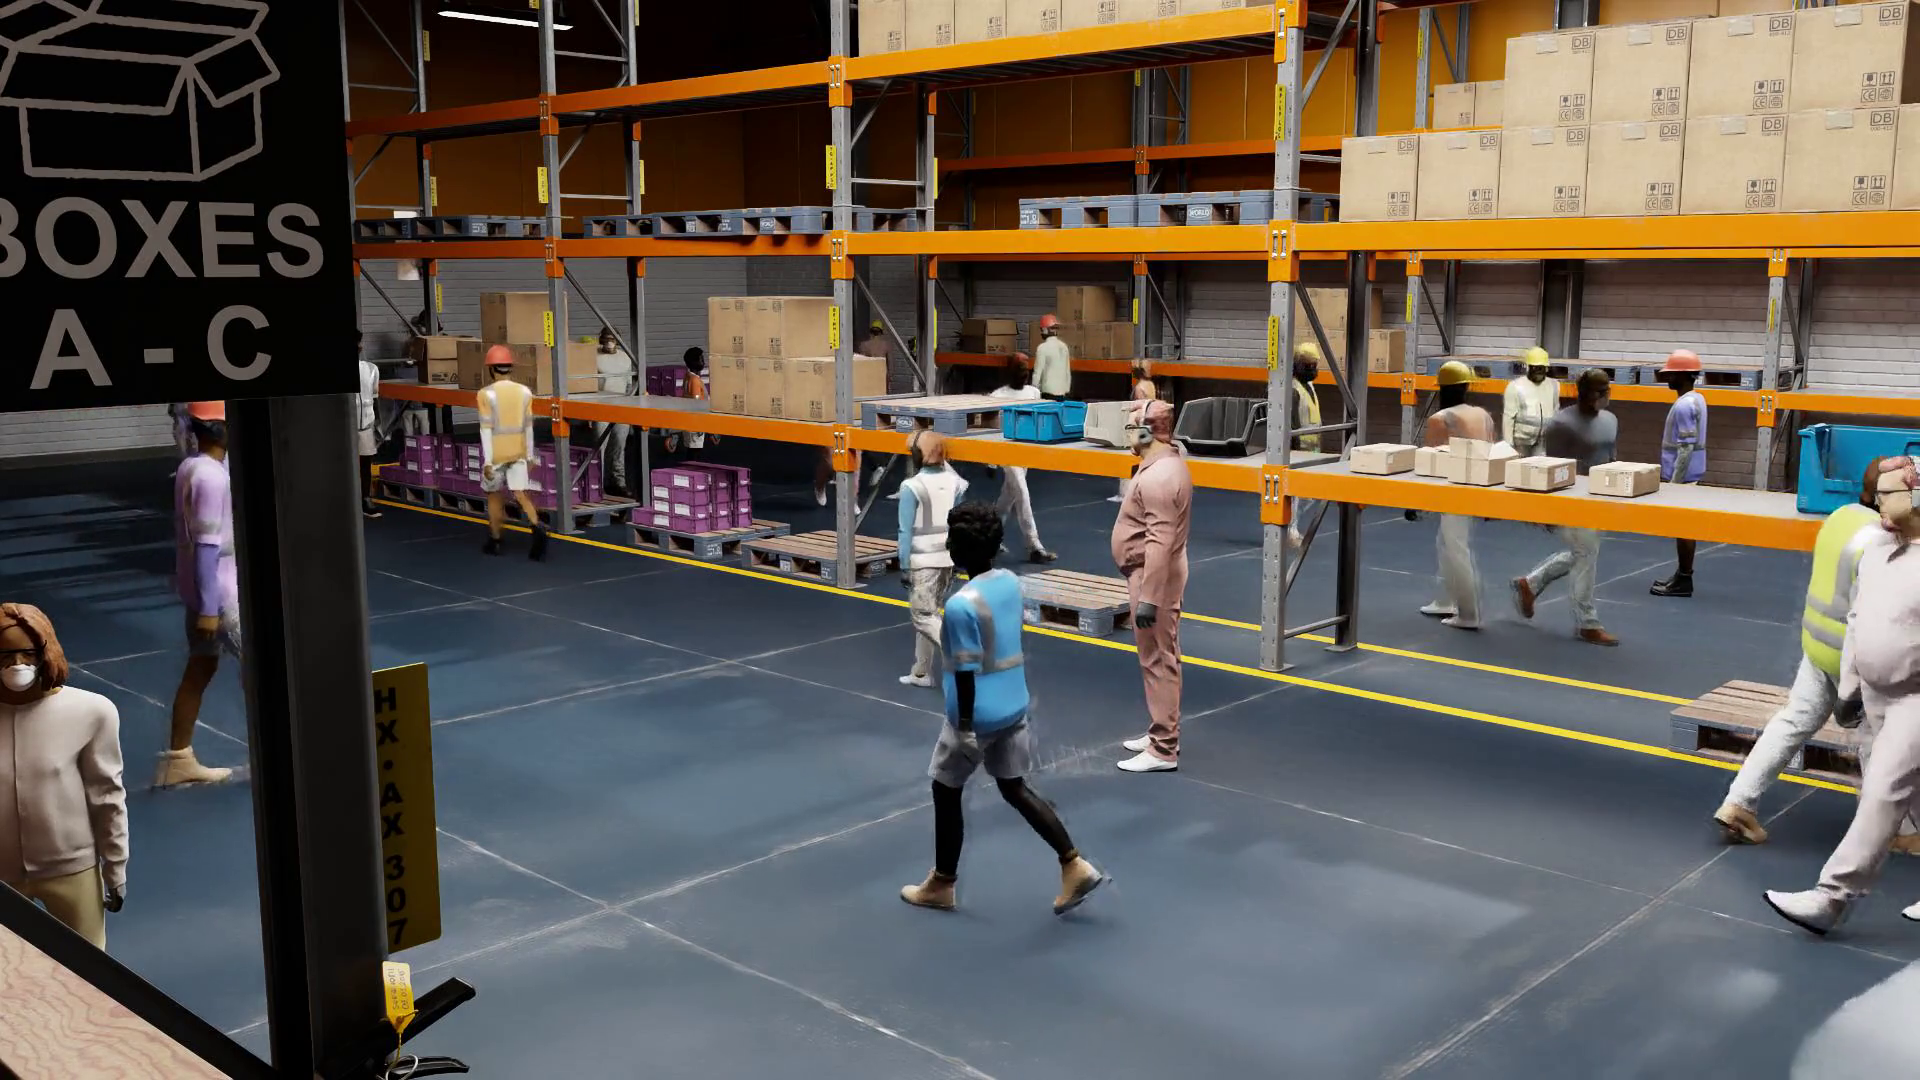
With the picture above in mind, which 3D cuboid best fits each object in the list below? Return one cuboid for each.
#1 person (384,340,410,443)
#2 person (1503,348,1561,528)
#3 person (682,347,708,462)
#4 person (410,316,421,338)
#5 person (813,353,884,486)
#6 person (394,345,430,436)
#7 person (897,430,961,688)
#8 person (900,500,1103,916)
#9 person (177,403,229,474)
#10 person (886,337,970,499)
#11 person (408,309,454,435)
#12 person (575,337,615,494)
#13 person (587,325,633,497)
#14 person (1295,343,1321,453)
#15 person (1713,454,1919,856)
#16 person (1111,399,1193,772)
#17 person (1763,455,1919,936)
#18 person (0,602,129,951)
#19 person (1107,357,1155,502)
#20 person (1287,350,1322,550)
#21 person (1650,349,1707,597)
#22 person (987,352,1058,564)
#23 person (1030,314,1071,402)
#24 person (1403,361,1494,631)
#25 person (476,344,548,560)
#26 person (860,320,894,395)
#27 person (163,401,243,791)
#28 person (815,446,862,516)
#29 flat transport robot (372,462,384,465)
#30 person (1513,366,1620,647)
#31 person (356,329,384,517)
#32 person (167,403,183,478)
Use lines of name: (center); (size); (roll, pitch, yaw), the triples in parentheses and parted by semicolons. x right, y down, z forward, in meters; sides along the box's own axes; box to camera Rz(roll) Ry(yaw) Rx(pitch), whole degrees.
person: (-8.086, -2.305, 24.415); (0.577, 1.815, 0.911); (7, 12, 38)
person: (5.717, -1.030, 16.633); (0.615, 1.779, 0.949); (-1, 9, -3)
person: (-2.947, -1.297, 18.522); (0.318, 1.696, 0.535); (-3, 10, -18)
person: (-7.841, -2.328, 24.308); (0.595, 1.878, 0.648); (-8, 12, -40)
person: (-1.323, -1.569, 19.644); (0.936, 1.889, 0.590); (7, 12, 37)
person: (-6.700, -1.580, 20.446); (0.509, 1.631, 0.266); (1, 9, 5)
person: (-0.127, 0.145, 9.946); (0.693, 1.614, 0.520); (8, 12, 39)
person: (0.164, 0.672, 6.515); (0.768, 1.670, 0.534); (6, 11, 31)
person: (-6.064, -0.592, 13.632); (0.607, 1.882, 0.975); (-2, 9, -12)
person: (-0.351, -1.322, 18.320); (0.932, 1.829, 0.523); (3, 10, 15)
person: (-7.026, -2.058, 22.131); (0.684, 2.000, 0.535); (1, 9, 3)
person: (-4.244, -1.433, 19.081); (0.920, 1.776, 0.628); (8, 12, 41)
person: (-3.909, -1.434, 18.625); (0.629, 1.936, 0.372); (-7, 11, -36)
person: (3.812, -1.307, 18.402); (0.522, 1.744, 0.553); (3, 10, 18)
person: (3.814, 0.502, 7.238); (0.963, 1.791, 0.697); (1, 9, 8)
person: (0.972, 0.231, 8.515); (0.401, 1.904, 0.648); (2, 9, 13)
person: (3.574, 0.604, 6.403); (1.001, 1.844, 0.655); (-1, 9, -7)
person: (-2.664, 0.976, 4.799); (0.497, 1.629, 0.276); (-4, 10, -22)
person: (2.045, -1.192, 18.143); (0.780, 1.605, 0.512); (4, 10, 25)
person: (3.085, -0.813, 15.160); (0.444, 1.825, 0.624); (6, 11, 31)
person: (5.624, -0.520, 13.019); (0.379, 1.937, 0.548); (6, 11, 31)
person: (0.504, -0.731, 14.645); (0.982, 1.835, 0.589); (9, 13, 44)
person: (1.154, -1.918, 21.470); (0.510, 1.970, 0.627); (6, 11, 32)
person: (3.488, -0.327, 11.931); (0.606, 1.898, 0.754); (-7, 12, -37)
person: (-3.959, -0.766, 14.658); (0.864, 1.909, 0.548); (9, 13, 44)
person: (-1.307, -2.558, 26.039); (0.534, 1.767, 0.318); (-1, 9, -8)
person: (-3.522, 0.233, 8.198); (0.934, 2.000, 0.636); (-5, 11, -30)
person: (-1.262, -1.208, 17.398); (0.654, 1.883, 0.719); (-5, 10, -27)
flat transport robot: (-7.591, -0.780, 19.708); (1.431, 0.197, 0.652); (-3, 10, -16)
person: (4.225, -0.259, 11.520); (0.641, 1.913, 0.852); (-6, 11, -32)
person: (-6.198, -1.187, 17.019); (0.367, 1.962, 0.613); (9, 13, 44)
person: (-9.497, -1.653, 20.324); (0.561, 1.829, 0.399); (6, 11, 34)
